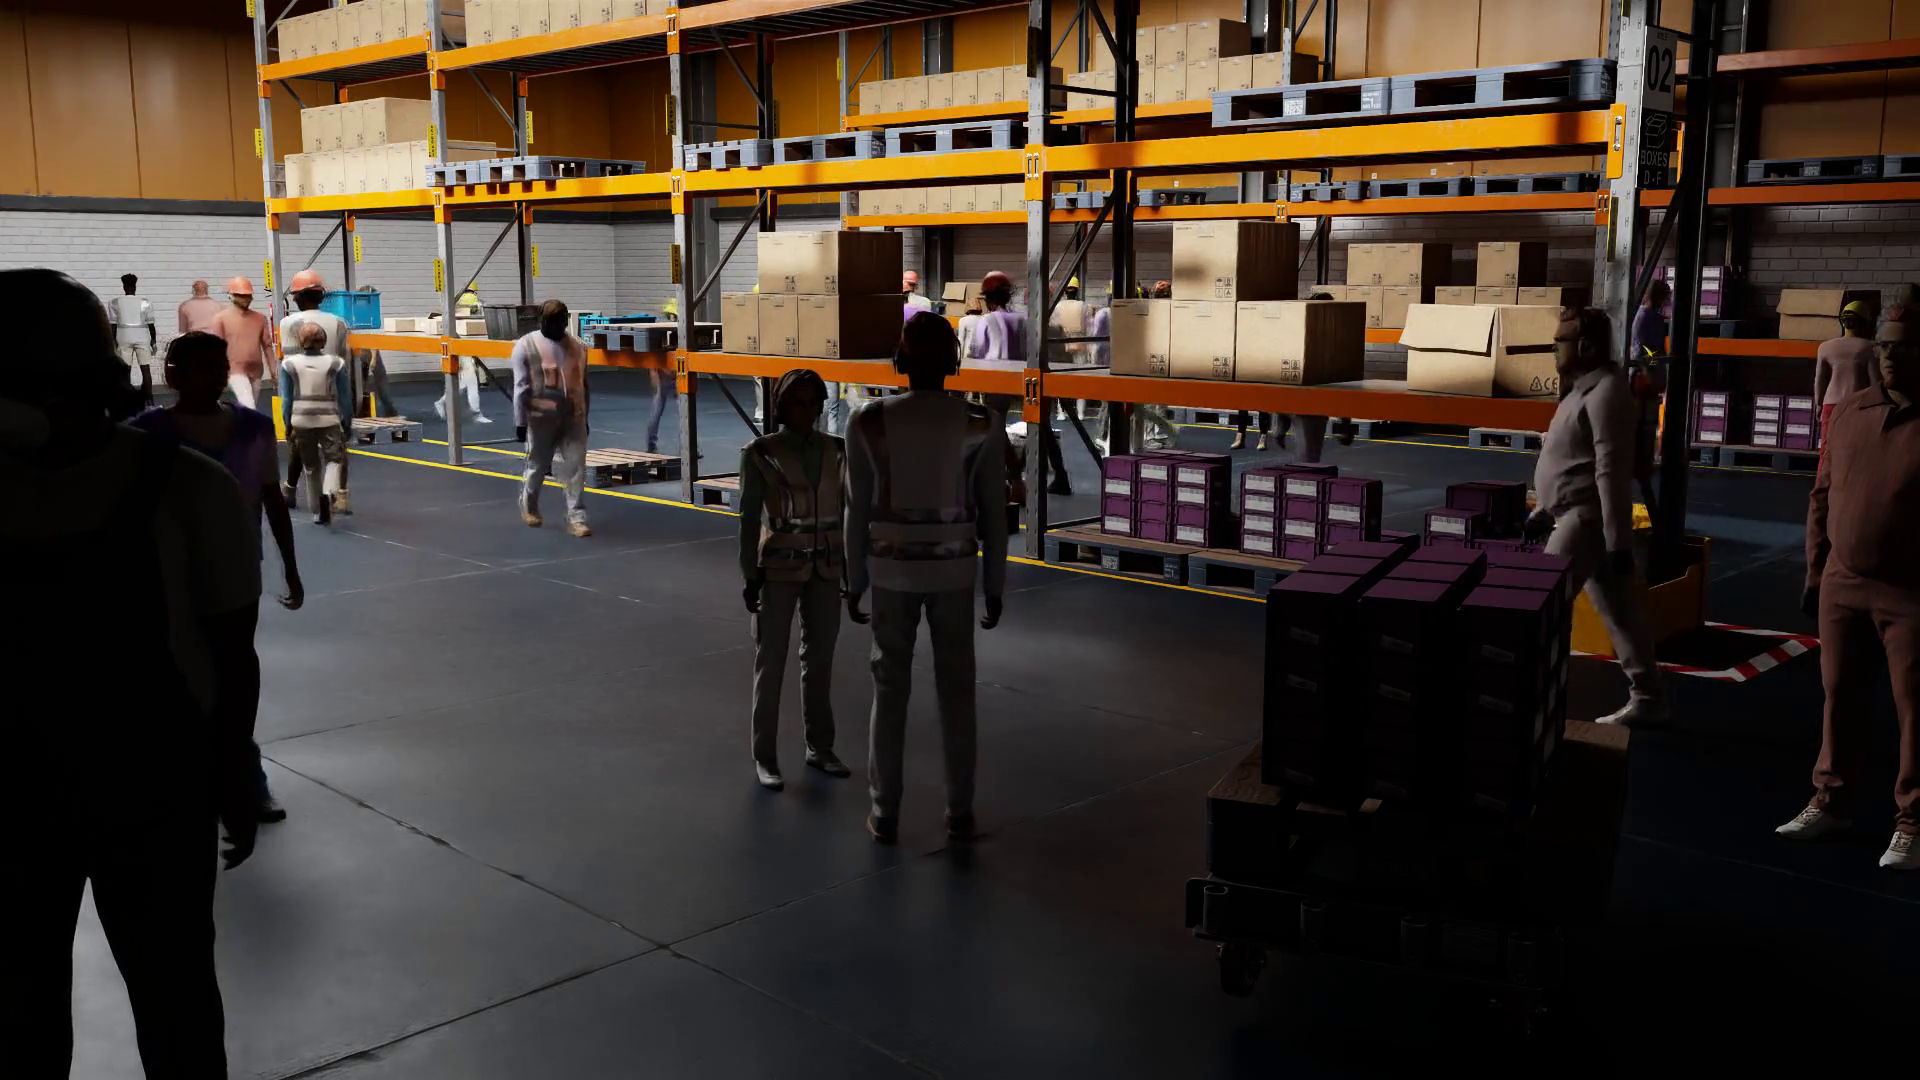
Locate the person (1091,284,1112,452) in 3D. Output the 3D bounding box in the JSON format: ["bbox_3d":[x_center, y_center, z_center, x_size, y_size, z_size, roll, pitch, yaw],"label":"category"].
[{"bbox_3d":[1.694,-1.903,18.304,0.557,1.895,0.614,6,11,32],"label":"person"}]

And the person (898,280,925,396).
[{"bbox_3d":[-0.617,-2.234,20.309,0.573,1.912,0.651,-5,10,-26],"label":"person"}]

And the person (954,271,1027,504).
[{"bbox_3d":[0.299,-1.305,14.376,0.942,2.006,0.615,8,12,40],"label":"person"}]

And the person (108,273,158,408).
[{"bbox_3d":[-11.959,-2.872,24.080,0.606,1.958,0.375,-4,10,-22],"label":"person"}]

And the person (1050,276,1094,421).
[{"bbox_3d":[1.482,-2.533,22.103,0.586,1.923,0.370,1,9,5],"label":"person"}]

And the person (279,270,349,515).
[{"bbox_3d":[-5.419,-1.228,13.854,1.006,1.994,0.641,7,12,38],"label":"person"}]

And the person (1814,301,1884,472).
[{"bbox_3d":[7.367,-1.096,13.801,0.327,1.760,0.524,-8,12,-42],"label":"person"}]

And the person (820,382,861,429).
[{"bbox_3d":[-1.597,-2.237,20.749,0.945,1.784,0.652,-1,9,-6],"label":"person"}]

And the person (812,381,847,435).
[{"bbox_3d":[-1.433,-1.653,17.583,0.507,1.636,0.274,2,10,14],"label":"person"}]

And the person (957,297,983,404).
[{"bbox_3d":[0.194,-2.577,23.281,0.503,1.627,0.270,-5,10,-27],"label":"person"}]

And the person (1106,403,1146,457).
[{"bbox_3d":[1.801,-1.575,17.173,0.628,1.609,0.528,2,10,14],"label":"person"}]

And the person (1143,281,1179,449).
[{"bbox_3d":[2.263,-1.968,18.760,0.353,1.883,0.578,8,12,41],"label":"person"}]

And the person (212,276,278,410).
[{"bbox_3d":[-7.483,-1.772,17.364,1.003,1.954,0.620,7,11,35],"label":"person"}]

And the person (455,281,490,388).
[{"bbox_3d":[-8.286,-3.493,28.268,0.600,1.829,0.404,0,9,0],"label":"person"}]

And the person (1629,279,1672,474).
[{"bbox_3d":[6.795,-1.598,16.371,0.436,1.920,0.649,8,12,41],"label":"person"}]

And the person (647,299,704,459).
[{"bbox_3d":[-3.122,-1.736,17.898,0.548,1.710,0.958,-8,12,-40],"label":"person"}]

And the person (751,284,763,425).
[{"bbox_3d":[-2.554,-2.402,21.595,0.587,1.826,0.404,-8,13,-42],"label":"person"}]

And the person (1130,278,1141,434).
[{"bbox_3d":[2.045,-2.260,20.402,0.370,1.934,0.627,-2,9,-11],"label":"person"}]

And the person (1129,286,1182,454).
[{"bbox_3d":[2.017,-1.774,17.702,0.687,1.845,0.551,-2,9,-11],"label":"person"}]

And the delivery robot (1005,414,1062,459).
[{"bbox_3d":[0.680,-1.024,16.749,0.707,0.478,0.477,8,12,41],"label":"delivery robot"}]

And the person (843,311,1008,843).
[{"bbox_3d":[-0.122,0.141,5.863,0.576,1.879,0.353,0,9,-2],"label":"person"}]

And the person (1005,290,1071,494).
[{"bbox_3d":[0.674,-1.375,15.142,1.020,1.873,0.573,9,13,44],"label":"person"}]

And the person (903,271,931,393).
[{"bbox_3d":[-0.681,-2.675,22.749,0.610,1.996,0.384,-2,9,-10],"label":"person"}]

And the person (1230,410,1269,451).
[{"bbox_3d":[3.280,-1.839,18.537,0.536,1.696,0.321,5,11,29],"label":"person"}]

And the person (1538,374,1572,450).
[{"bbox_3d":[4.990,-1.012,13.734,0.516,1.610,0.736,1,9,8],"label":"person"}]

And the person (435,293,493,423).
[{"bbox_3d":[-6.566,-2.390,21.864,0.748,1.717,0.497,1,9,5],"label":"person"}]

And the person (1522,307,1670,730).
[{"bbox_3d":[2.664,-0.078,7.255,1.008,1.853,0.642,3,10,17],"label":"person"}]

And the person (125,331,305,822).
[{"bbox_3d":[-2.854,0.103,6.321,0.968,1.803,0.584,8,12,40],"label":"person"}]

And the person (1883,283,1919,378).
[{"bbox_3d":[8.249,-1.264,14.407,1.020,1.886,0.653,5,11,30],"label":"person"}]

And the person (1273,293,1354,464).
[{"bbox_3d":[2.612,-0.838,11.955,0.560,1.839,0.782,-5,11,-29],"label":"person"}]

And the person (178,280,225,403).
[{"bbox_3d":[-11.001,-2.838,24.212,0.649,1.876,0.942,-5,11,-29],"label":"person"}]

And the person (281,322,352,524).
[{"bbox_3d":[-5.027,-0.892,12.999,0.521,1.613,0.629,-2,9,-12],"label":"person"}]

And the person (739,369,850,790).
[{"bbox_3d":[-0.631,0.146,6.544,0.522,1.638,0.310,-6,11,-34],"label":"person"}]

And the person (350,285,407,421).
[{"bbox_3d":[-7.675,-2.401,21.617,0.517,1.814,0.843,6,11,33],"label":"person"}]

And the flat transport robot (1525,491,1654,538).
[{"bbox_3d":[4.729,-0.213,12.928,0.652,0.197,1.431,-7,12,-38],"label":"flat transport robot"}]

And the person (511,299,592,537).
[{"bbox_3d":[-3.128,-0.946,12.738,0.628,1.806,0.875,-6,11,-33],"label":"person"}]

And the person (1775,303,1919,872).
[{"bbox_3d":[3.166,0.156,5.669,0.410,1.909,0.642,-6,11,-31],"label":"person"}]
